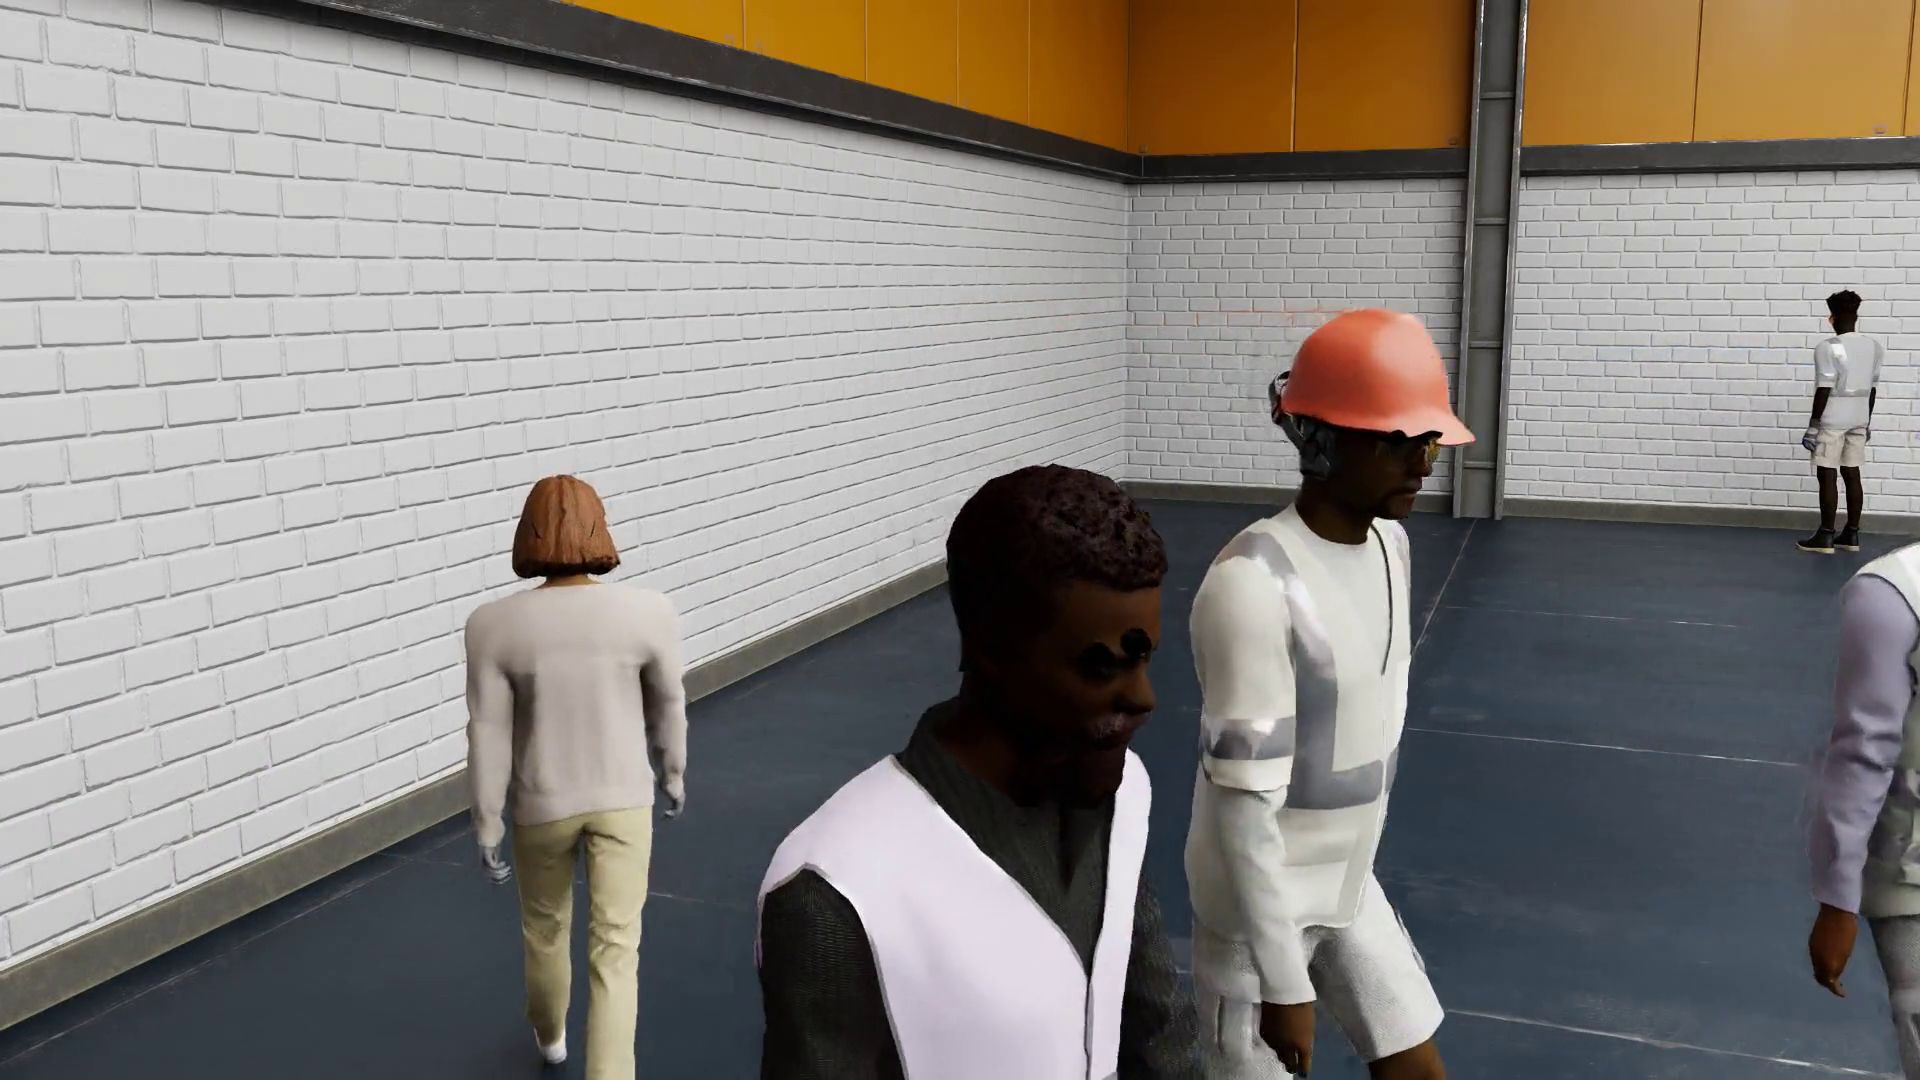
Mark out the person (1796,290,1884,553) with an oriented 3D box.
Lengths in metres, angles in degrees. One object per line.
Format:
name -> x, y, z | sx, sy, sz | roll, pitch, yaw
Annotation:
person -> 6.564, -0.879, 12.429 | 0.614, 1.956, 0.372 | -3, 10, -21

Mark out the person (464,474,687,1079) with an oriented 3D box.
person -> -0.919, 0.637, 4.052 | 0.512, 1.592, 0.829 | -2, 9, -11

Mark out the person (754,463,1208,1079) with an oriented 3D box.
person -> 0.087, 0.855, 1.765 | 0.800, 1.878, 0.625 | 5, 10, 28

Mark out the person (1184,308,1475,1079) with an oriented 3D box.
person -> 0.630, 0.612, 2.901 | 0.639, 2.012, 0.694 | 7, 12, 38

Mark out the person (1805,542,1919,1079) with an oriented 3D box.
person -> 1.871, 0.649, 2.930 | 0.634, 1.923, 0.589 | -2, 9, -10
